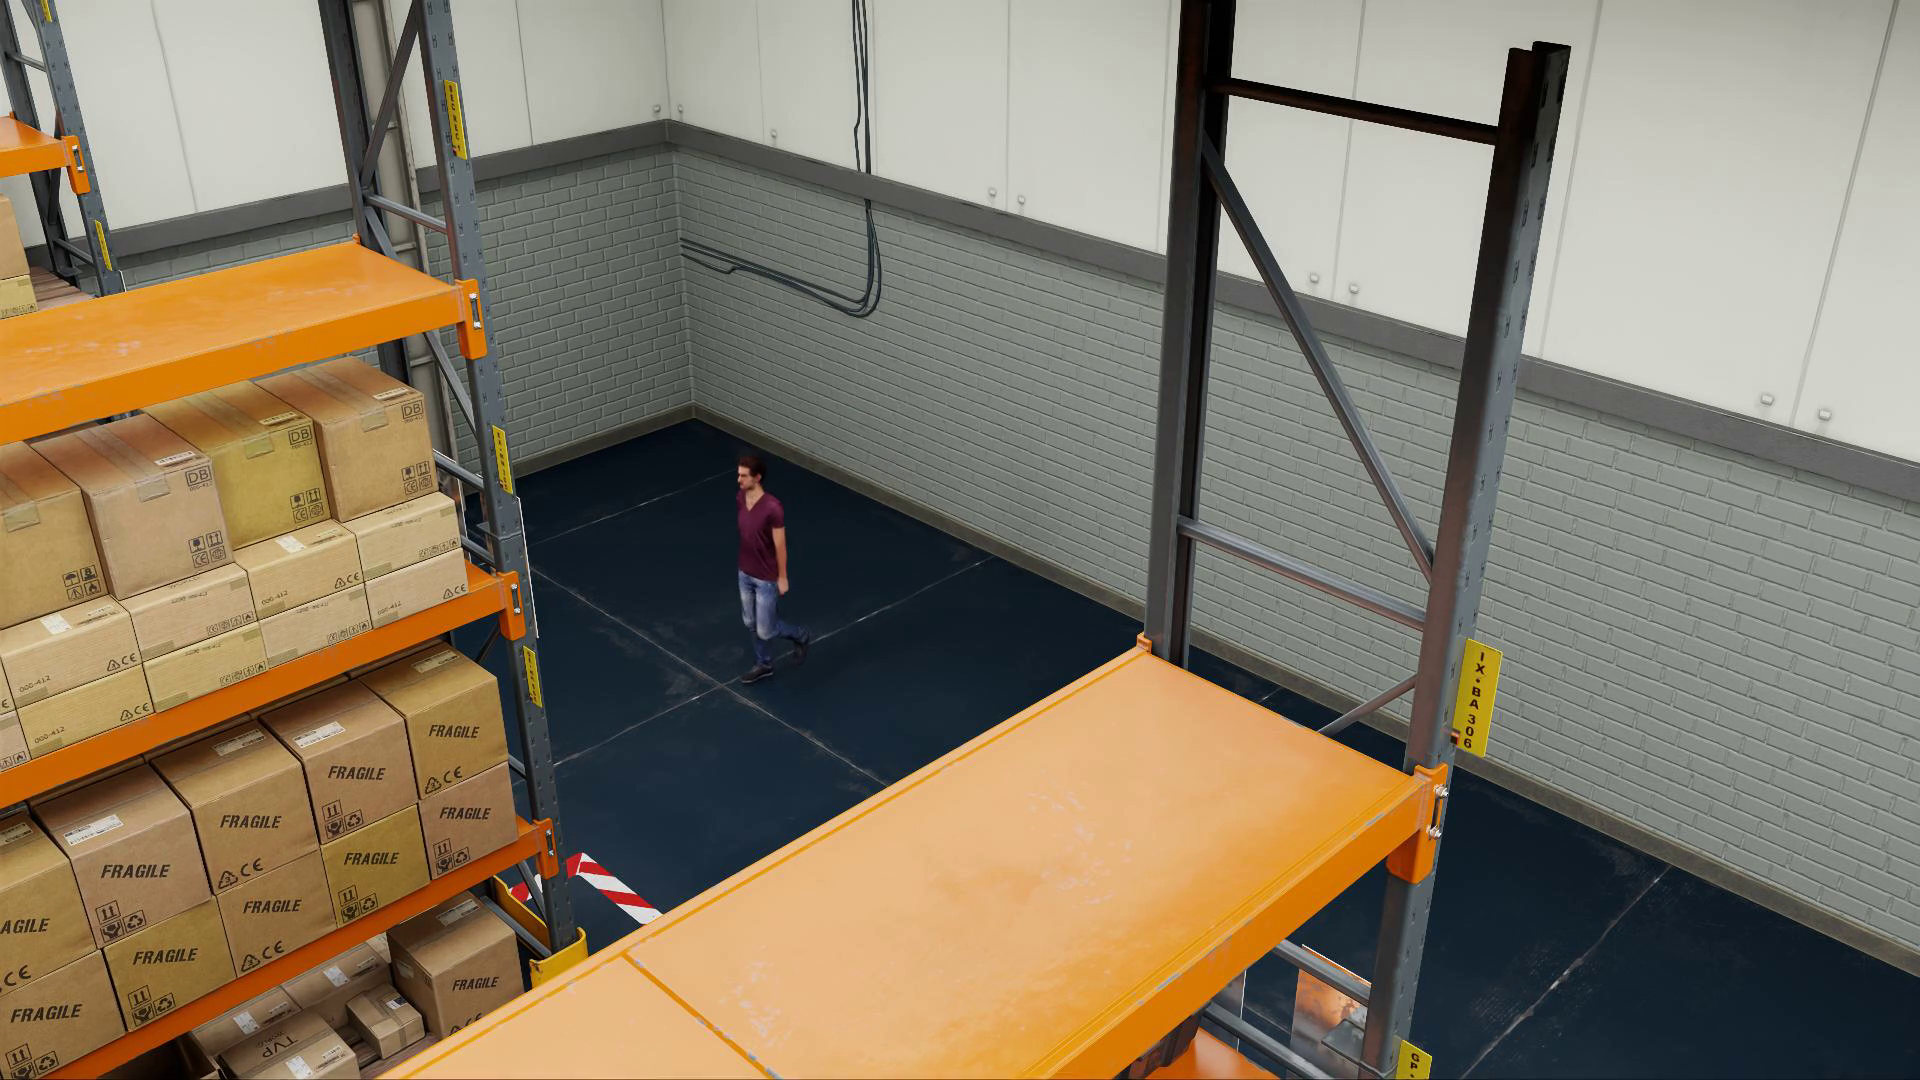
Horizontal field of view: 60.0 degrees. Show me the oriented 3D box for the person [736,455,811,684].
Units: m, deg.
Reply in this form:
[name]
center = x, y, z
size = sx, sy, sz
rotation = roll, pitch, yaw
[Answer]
[person]
center = -1.396, 0.201, 12.242
size = 0.656, 1.842, 0.774
rotation = 24, 36, 39
